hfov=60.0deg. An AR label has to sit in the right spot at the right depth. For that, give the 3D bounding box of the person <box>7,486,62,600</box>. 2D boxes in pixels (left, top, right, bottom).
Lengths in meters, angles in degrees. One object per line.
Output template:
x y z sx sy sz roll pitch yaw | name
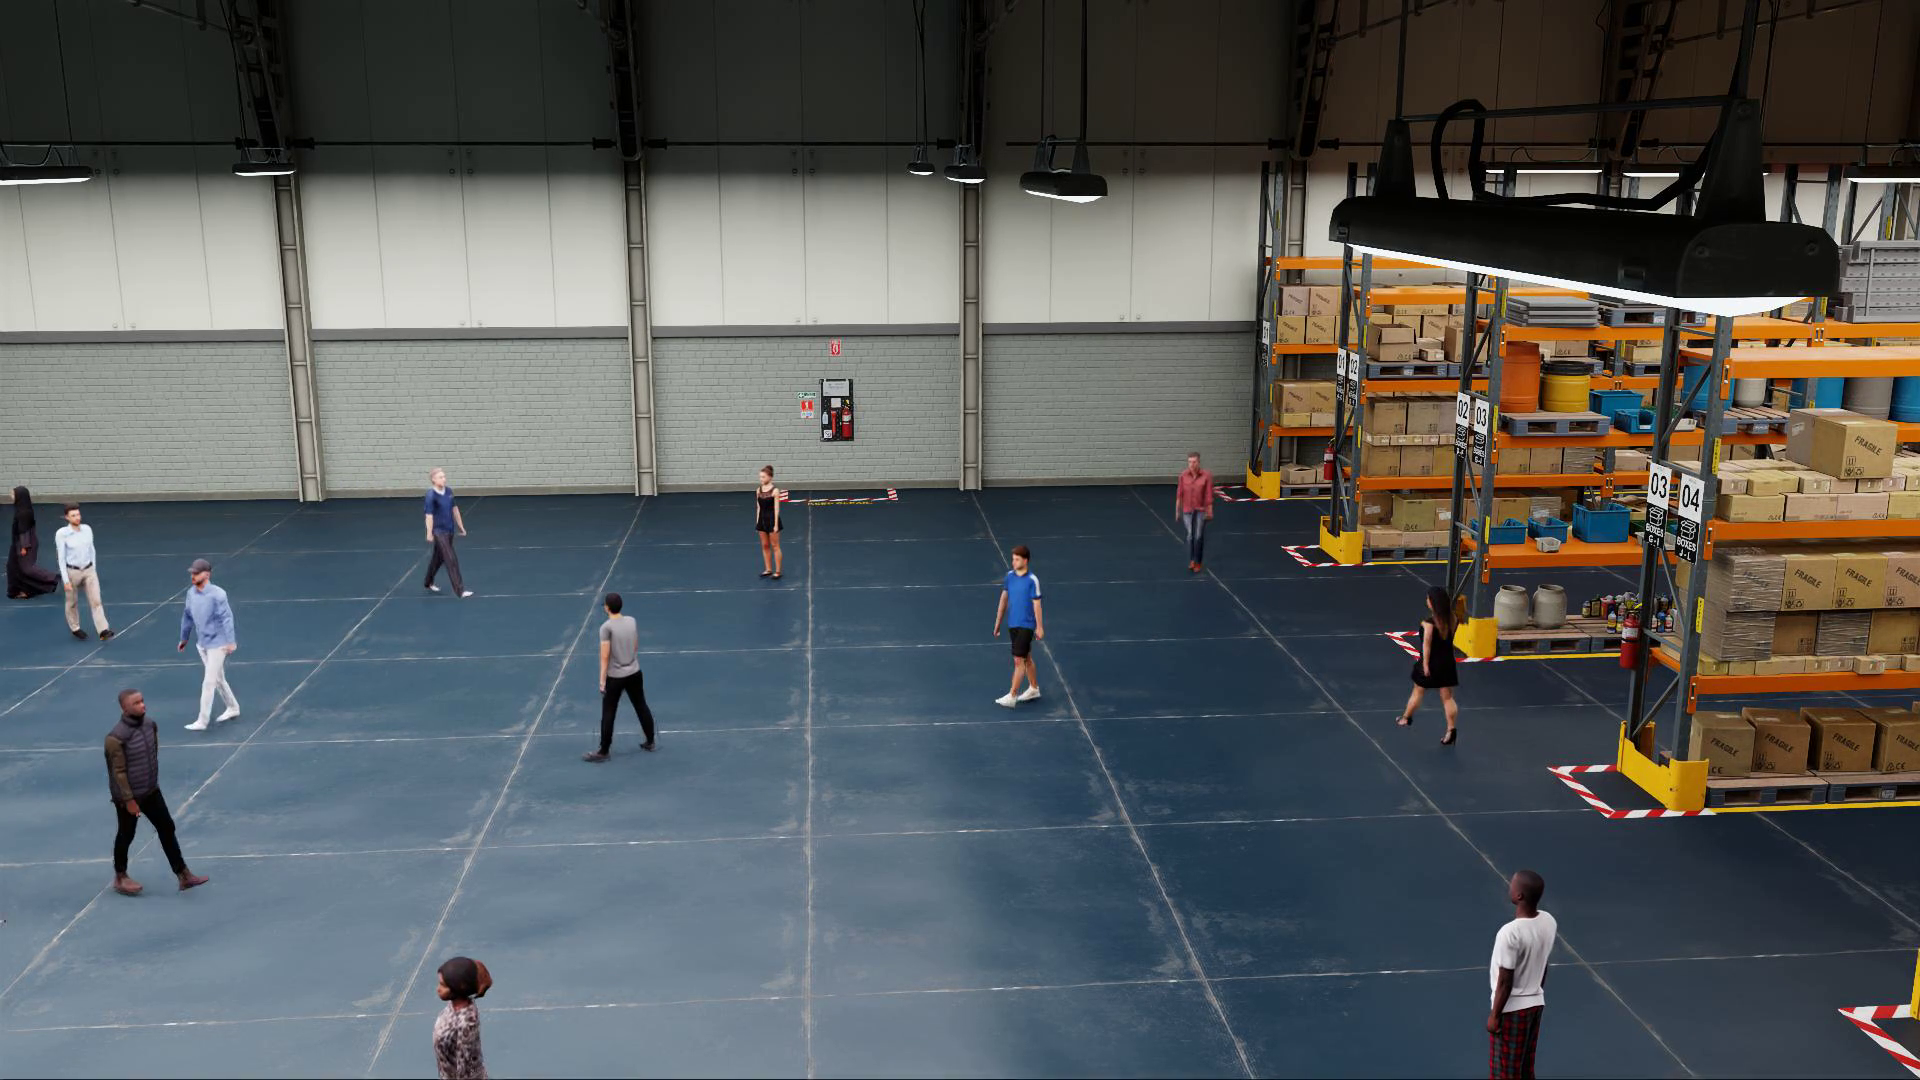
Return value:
-13.041 0.041 23.331 1.008 1.601 0.793 -5 14 -22 | person

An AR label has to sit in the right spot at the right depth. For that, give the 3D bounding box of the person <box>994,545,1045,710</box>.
0.779 0.957 18.851 1.184 1.838 1.081 -12 18 -43 | person

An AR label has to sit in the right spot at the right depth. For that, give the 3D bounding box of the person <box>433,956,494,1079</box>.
-2.776 3.174 9.569 0.854 1.705 0.719 -5 14 -21 | person

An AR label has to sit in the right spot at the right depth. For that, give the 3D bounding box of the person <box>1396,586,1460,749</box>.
5.083 1.360 17.451 1.031 1.683 0.935 -6 14 -26 | person

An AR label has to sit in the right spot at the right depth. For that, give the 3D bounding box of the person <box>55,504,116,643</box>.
-11.266 0.437 21.201 1.249 1.791 1.182 10 16 37 | person

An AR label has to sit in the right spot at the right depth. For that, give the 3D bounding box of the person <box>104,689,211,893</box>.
-6.955 2.125 13.908 1.203 1.793 0.968 4 14 16 | person

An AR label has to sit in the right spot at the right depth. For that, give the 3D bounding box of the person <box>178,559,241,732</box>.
-8.099 1.109 18.160 1.089 1.854 1.058 7 15 28 | person

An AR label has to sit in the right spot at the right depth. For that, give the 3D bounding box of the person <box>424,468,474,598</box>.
-7.345 -0.087 23.411 1.313 1.814 1.041 5 14 22 | person

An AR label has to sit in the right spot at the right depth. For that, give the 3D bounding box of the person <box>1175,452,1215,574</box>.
3.551 -0.445 24.965 0.908 1.810 0.959 5 14 21 | person

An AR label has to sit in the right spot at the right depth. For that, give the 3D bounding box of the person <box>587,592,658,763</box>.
-3.511 1.398 17.161 0.972 1.741 0.905 12 17 41 | person

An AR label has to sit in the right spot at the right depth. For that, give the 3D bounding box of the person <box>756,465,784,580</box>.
-2.802 -0.270 24.496 0.681 1.681 0.752 9 16 34 | person

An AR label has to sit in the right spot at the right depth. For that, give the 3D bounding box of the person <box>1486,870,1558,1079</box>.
3.485 2.921 10.376 0.671 1.835 0.793 -10 16 -37 | person
